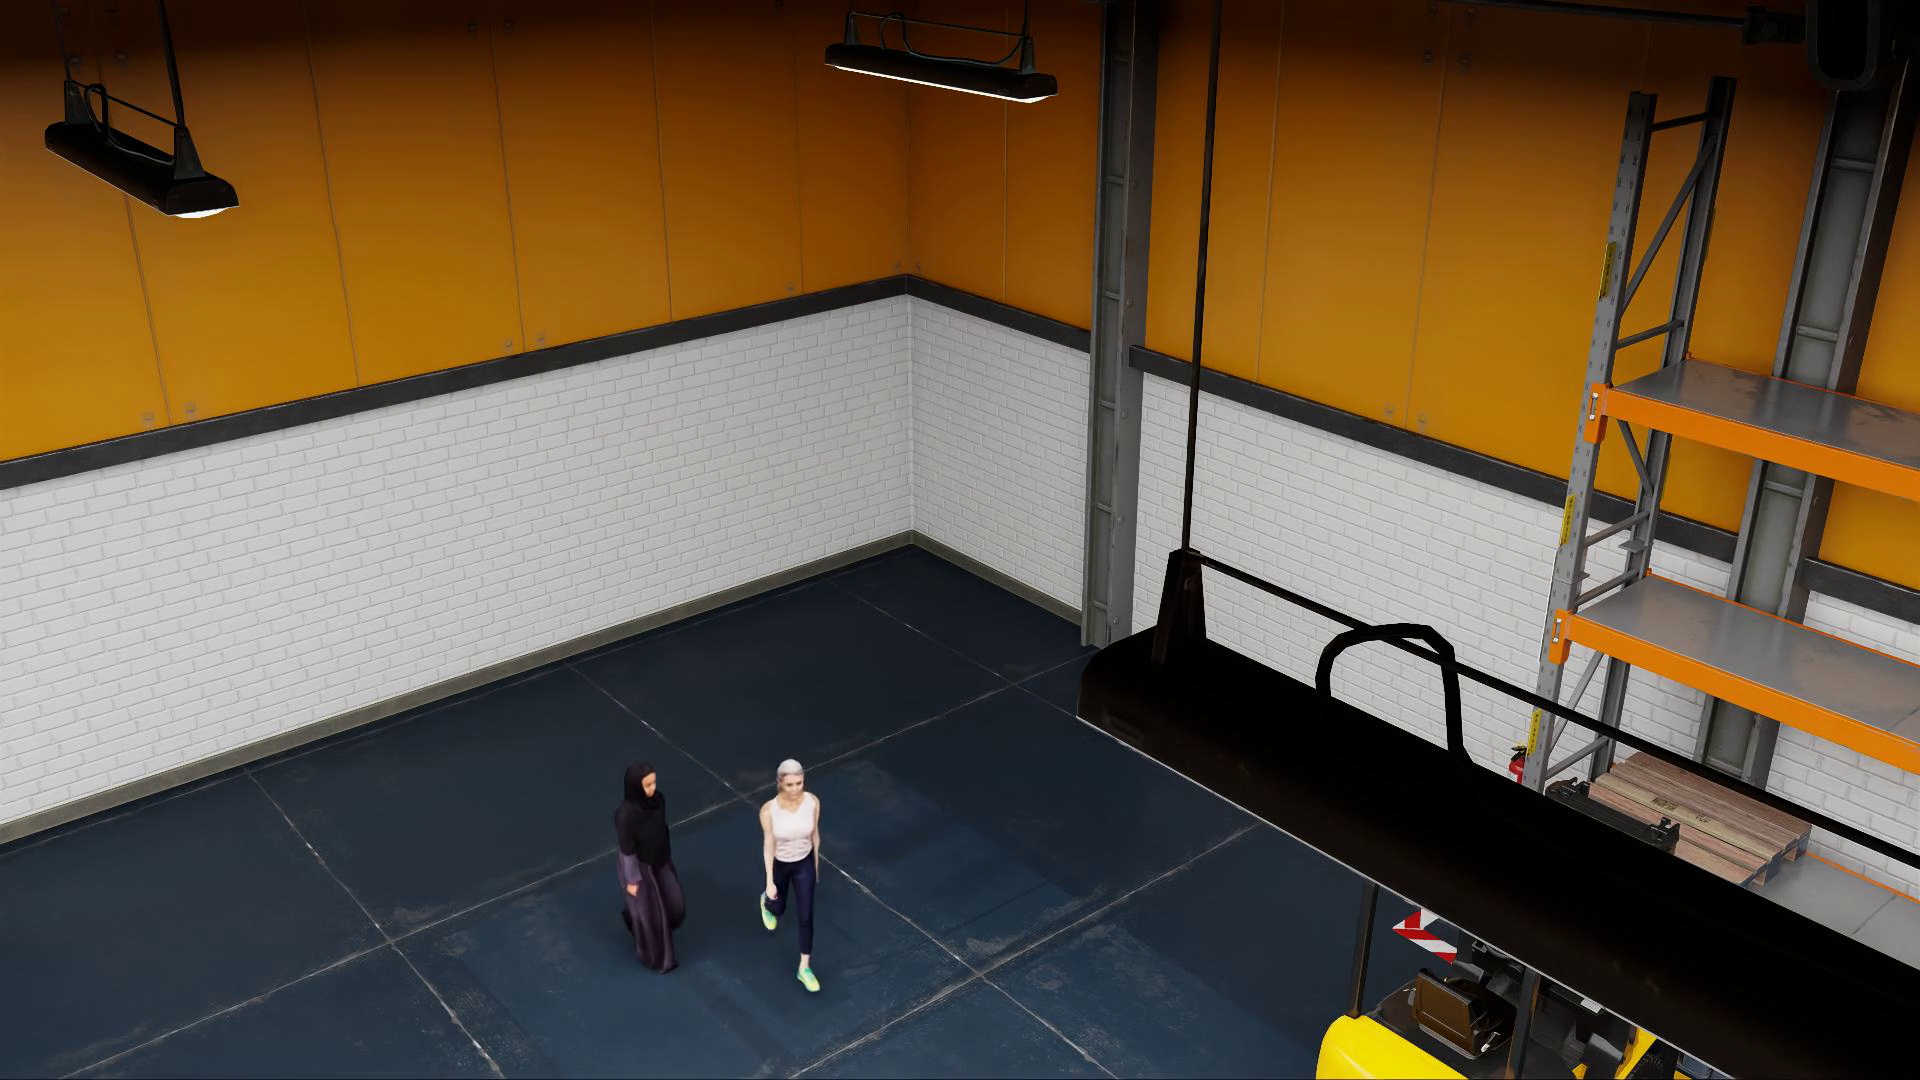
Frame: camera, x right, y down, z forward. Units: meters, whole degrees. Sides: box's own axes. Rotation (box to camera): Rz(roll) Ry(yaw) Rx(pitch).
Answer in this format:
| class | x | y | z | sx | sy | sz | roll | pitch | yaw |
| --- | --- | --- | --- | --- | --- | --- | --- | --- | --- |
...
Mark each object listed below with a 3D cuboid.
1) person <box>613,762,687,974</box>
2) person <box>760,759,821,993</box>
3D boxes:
| class | x | y | z | sx | sy | sz | roll | pitch | yaw |
| --- | --- | --- | --- | --- | --- | --- | --- | --- | --- |
| person | -2.218 | 2.212 | 11.472 | 0.843 | 1.607 | 0.688 | 17 | 29 | 34 |
| person | -1.201 | 2.209 | 11.394 | 0.789 | 1.675 | 1.151 | -11 | 26 | -23 |
